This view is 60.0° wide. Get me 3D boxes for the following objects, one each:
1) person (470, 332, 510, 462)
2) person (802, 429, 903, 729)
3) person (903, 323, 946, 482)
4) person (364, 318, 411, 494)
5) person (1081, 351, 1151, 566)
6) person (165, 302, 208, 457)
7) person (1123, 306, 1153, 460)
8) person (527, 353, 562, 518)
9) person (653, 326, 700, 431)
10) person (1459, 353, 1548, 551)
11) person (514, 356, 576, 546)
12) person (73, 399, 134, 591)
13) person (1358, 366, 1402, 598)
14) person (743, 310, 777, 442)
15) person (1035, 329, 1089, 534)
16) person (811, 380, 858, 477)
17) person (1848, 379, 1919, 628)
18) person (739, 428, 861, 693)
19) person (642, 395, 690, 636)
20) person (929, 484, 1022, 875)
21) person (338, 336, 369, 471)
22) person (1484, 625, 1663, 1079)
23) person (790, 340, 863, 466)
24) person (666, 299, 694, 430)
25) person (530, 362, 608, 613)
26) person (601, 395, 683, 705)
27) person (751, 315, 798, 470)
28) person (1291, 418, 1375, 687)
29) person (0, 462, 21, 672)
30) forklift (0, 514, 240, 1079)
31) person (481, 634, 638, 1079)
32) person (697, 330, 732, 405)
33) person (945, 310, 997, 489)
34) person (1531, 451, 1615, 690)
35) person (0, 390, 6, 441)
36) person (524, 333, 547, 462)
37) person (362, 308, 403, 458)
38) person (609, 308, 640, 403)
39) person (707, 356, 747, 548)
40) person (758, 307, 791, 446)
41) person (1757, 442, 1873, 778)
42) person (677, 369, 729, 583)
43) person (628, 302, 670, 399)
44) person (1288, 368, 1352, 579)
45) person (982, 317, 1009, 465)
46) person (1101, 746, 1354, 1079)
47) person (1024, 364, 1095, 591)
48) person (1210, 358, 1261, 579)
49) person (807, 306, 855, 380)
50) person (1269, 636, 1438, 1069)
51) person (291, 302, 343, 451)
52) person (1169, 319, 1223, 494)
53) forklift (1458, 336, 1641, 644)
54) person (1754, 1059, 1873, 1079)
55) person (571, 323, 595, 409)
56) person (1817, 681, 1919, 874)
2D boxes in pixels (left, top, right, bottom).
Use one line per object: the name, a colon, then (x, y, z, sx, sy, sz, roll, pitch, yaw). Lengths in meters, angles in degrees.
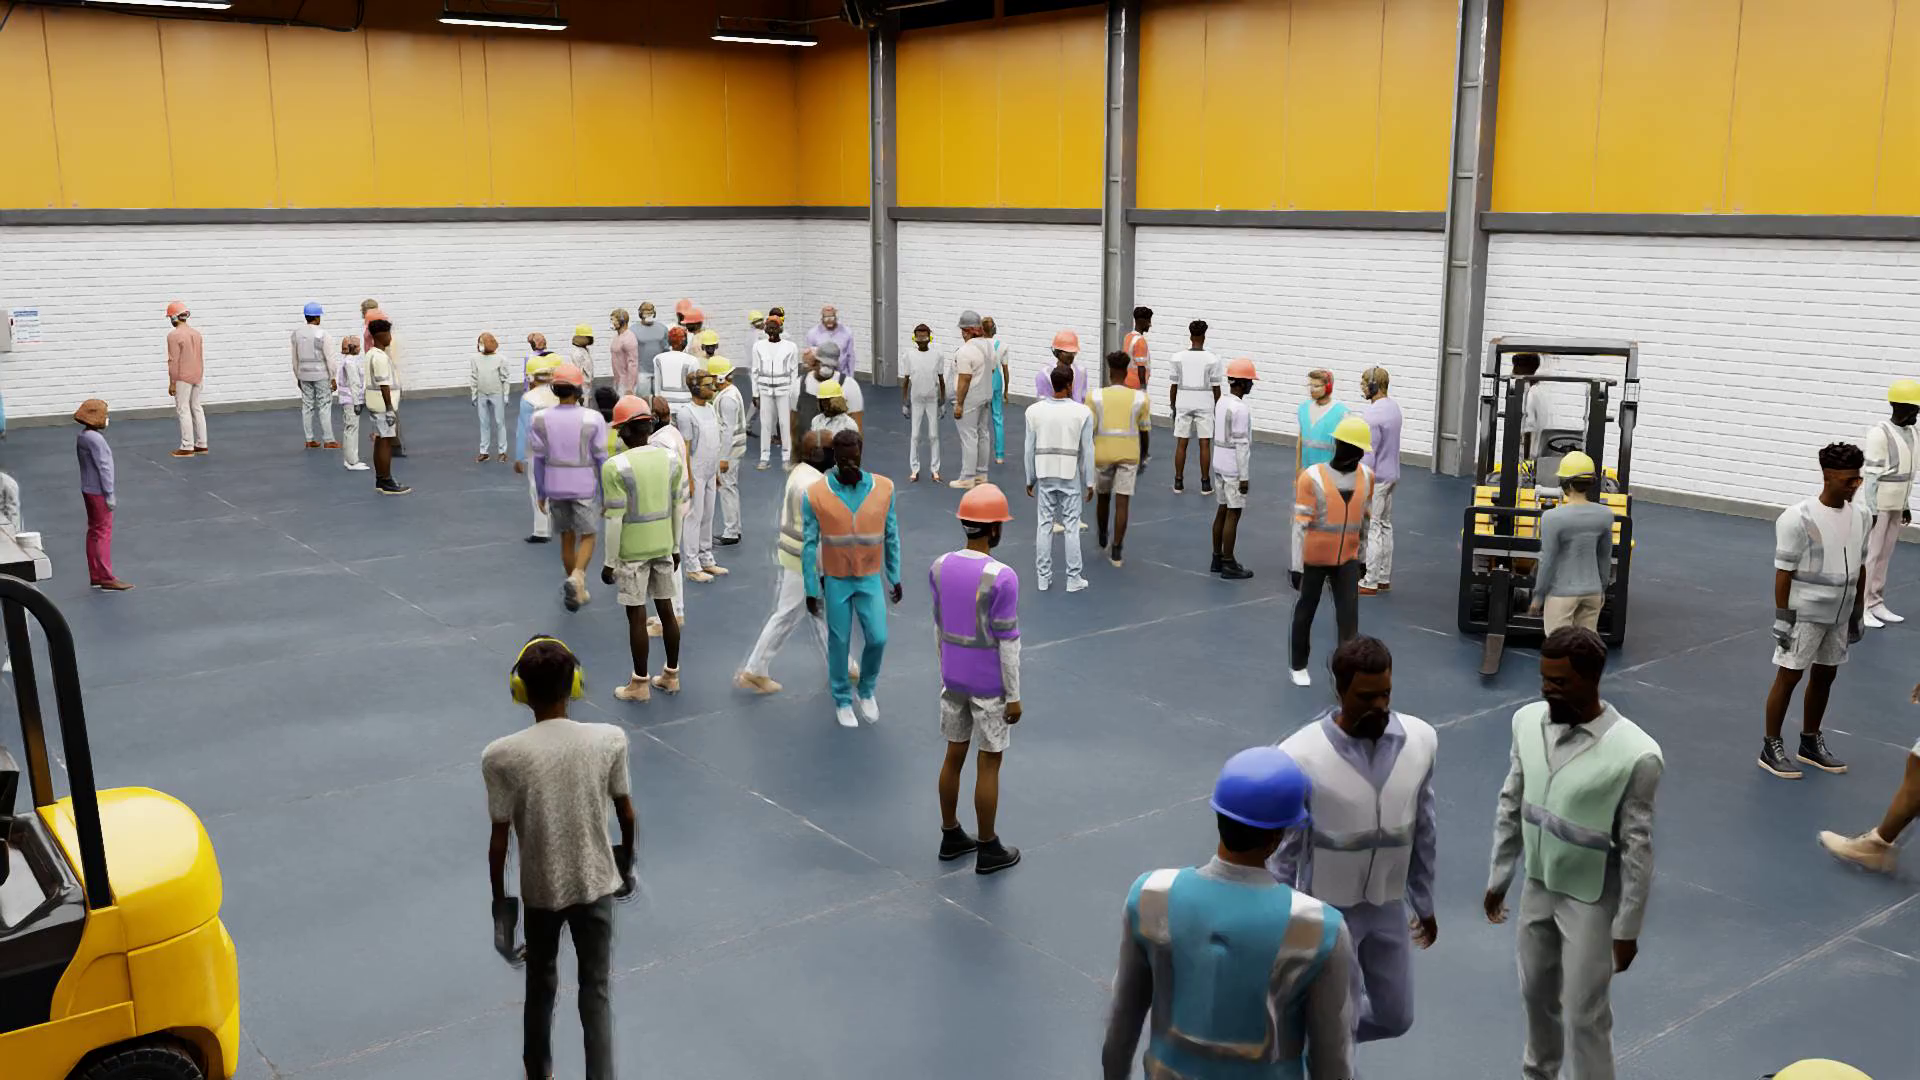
person: (-5.894, -1.790, 20.869, 0.499, 1.632, 0.285, 2, 12, 9)
person: (-0.672, 0.243, 10.376, 0.649, 1.907, 0.437, -3, 12, -15)
person: (-0.414, -1.593, 19.377, 0.510, 1.861, 0.324, 0, 12, -1)
person: (-6.458, -1.498, 18.651, 0.368, 1.967, 0.602, -7, 14, -31)
person: (1.441, -0.773, 15.278, 0.617, 1.909, 0.970, 1, 12, 6)
person: (-9.941, -2.060, 21.342, 0.408, 1.980, 0.626, 2, 12, 10)
person: (2.235, -1.974, 20.986, 0.376, 1.954, 0.615, -2, 12, -11)
person: (-4.163, -1.040, 17.019, 0.489, 1.728, 0.323, 2, 12, 12)
person: (-3.161, -1.457, 18.686, 0.568, 1.878, 0.351, 4, 12, 17)
person: (5.006, -0.758, 15.142, 0.892, 1.932, 0.640, 8, 14, 34)
person: (-3.985, -0.840, 15.877, 0.446, 1.810, 0.678, 6, 13, 28)
person: (-7.275, -0.383, 14.074, 0.279, 1.633, 0.499, -11, 16, -43)
person: (3.455, -0.481, 13.837, 0.379, 1.931, 0.635, 8, 14, 33)
person: (-2.696, -2.223, 22.627, 0.466, 1.783, 0.646, -10, 15, -41)
person: (1.034, -1.062, 16.407, 0.615, 2.029, 0.409, -8, 14, -35)
person: (-1.118, -0.525, 14.497, 0.485, 1.744, 0.295, 6, 13, 27)
person: (7.217, -0.290, 12.909, 0.589, 1.927, 0.386, -8, 14, -33)
person: (-1.054, 0.142, 11.151, 0.930, 1.808, 0.626, -1, 12, -5)
person: (-2.280, -0.192, 12.687, 0.429, 1.830, 0.635, 0, 12, -2)
person: (0.097, 0.681, 8.216, 0.545, 1.930, 0.385, 11, 16, 43)
person: (-7.413, -1.666, 20.288, 0.318, 1.629, 0.509, -6, 13, -27)
person: (2.081, 1.215, 5.718, 0.453, 1.907, 0.600, -6, 13, -25)
person: (-1.270, -0.895, 15.556, 0.720, 2.000, 0.544, 3, 12, 14)
person: (-3.794, -2.336, 22.805, 0.575, 1.921, 0.405, -6, 13, -25)
person: (-3.102, -0.395, 13.215, 0.614, 2.019, 0.783, 0, 12, 2)
person: (-2.100, 0.065, 10.940, 0.389, 2.034, 0.605, 11, 16, 42)
person: (-2.255, -1.785, 20.245, 0.575, 1.882, 0.355, 1, 12, 3)
person: (2.498, 0.128, 11.022, 0.645, 1.862, 0.956, -3, 12, -14)
person: (-6.727, 0.109, 11.453, 0.499, 1.716, 0.707, 0, 12, -2)
forklift: (-3.687, 1.115, 5.480, 2.313, 2.155, 1.214, -9, 15, -36)
person: (-1.385, 1.220, 5.848, 0.526, 1.832, 0.776, -3, 12, -16)
person: (-2.921, -1.582, 19.543, 0.525, 1.769, 0.316, -4, 12, -19)
person: (0.093, -1.615, 19.034, 0.538, 2.000, 0.684, 6, 13, 29)
person: (3.783, 0.327, 10.325, 0.533, 1.767, 0.326, -4, 12, -18)
person: (-10.569, -1.180, 17.931, 0.524, 1.631, 0.320, -2, 12, -11)
person: (-5.243, -1.778, 20.822, 0.314, 1.631, 0.524, 6, 13, 27)
person: (-7.373, -1.980, 21.135, 0.558, 1.907, 0.538, 0, 12, -2)
person: (-4.187, -1.920, 20.755, 0.357, 1.938, 0.638, -6, 13, -25)
person: (-2.234, -0.841, 15.851, 0.403, 1.817, 0.601, -2, 12, -7)
person: (-2.460, -2.178, 22.220, 0.523, 1.856, 0.341, 5, 13, 21)
person: (4.912, 0.401, 9.510, 0.607, 1.955, 0.380, -4, 12, -16)
person: (-2.235, -0.558, 14.405, 0.340, 1.846, 0.513, 4, 12, 20)
person: (-4.161, -2.225, 22.268, 0.636, 1.928, 0.383, -8, 14, -33)
person: (3.176, -0.586, 14.547, 0.372, 1.843, 0.579, -8, 14, -34)
person: (0.352, -1.837, 20.587, 0.516, 1.841, 0.325, -2, 12, -11)
person: (0.698, 1.478, 4.368, 0.652, 1.936, 0.408, 5, 13, 22)
person: (0.837, -0.517, 14.029, 0.597, 1.916, 0.372, 4, 12, 17)
person: (2.409, -0.627, 14.533, 0.387, 1.930, 0.544, -2, 12, -11)
person: (-1.721, -2.191, 22.219, 0.649, 1.878, 0.469, -2, 12, -9)
person: (1.318, 1.222, 5.669, 0.615, 1.898, 0.585, -4, 12, -20)
person: (-8.425, -2.136, 21.775, 0.615, 1.945, 0.400, 3, 12, 16)
person: (2.637, -1.489, 18.643, 0.603, 1.957, 0.385, 4, 12, 19)
forklift: (4.683, -0.471, 13.136, 1.214, 2.155, 2.313, 4, 12, 20)
person: (1.550, 1.808, 3.190, 0.328, 1.761, 0.523, 9, 15, 37)
person: (-4.696, -1.839, 20.844, 0.318, 1.741, 0.492, 0, 12, 1)
person: (4.779, 0.722, 7.900, 0.600, 1.983, 1.026, -11, 16, -42)
